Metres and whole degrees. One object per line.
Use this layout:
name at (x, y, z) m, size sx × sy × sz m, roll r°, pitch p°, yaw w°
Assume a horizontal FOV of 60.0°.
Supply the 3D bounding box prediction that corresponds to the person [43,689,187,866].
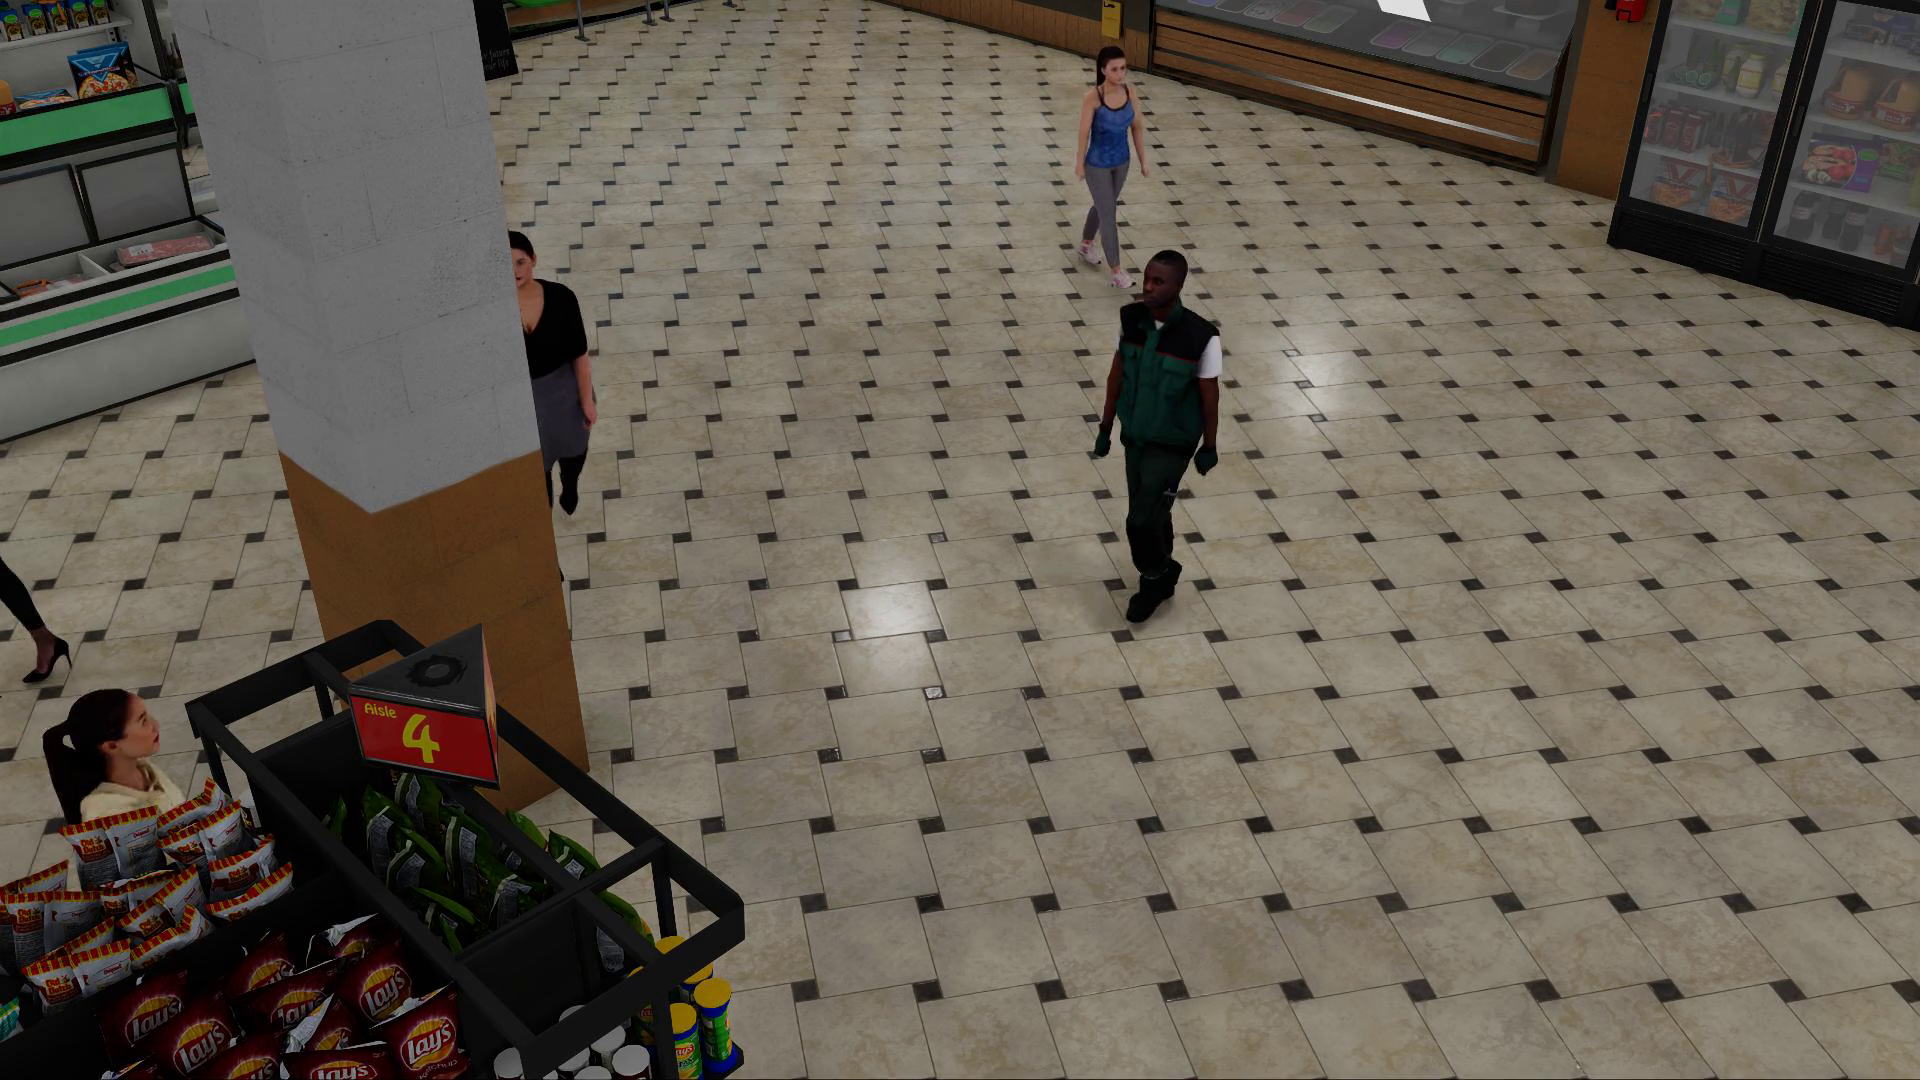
person at (-2.551, 1.182, 5.159) m, size 1.010 × 1.615 × 0.841 m, roll -13°, pitch 34°, yaw -20°

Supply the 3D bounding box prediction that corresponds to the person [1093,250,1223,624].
person at (0.964, -0.488, 7.647) m, size 0.691 × 1.824 × 0.676 m, roll -27°, pitch 41°, yaw -36°

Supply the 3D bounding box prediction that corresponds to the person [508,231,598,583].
person at (-2.010, -0.690, 8.067) m, size 1.147 × 1.722 × 1.051 m, roll -9°, pitch 33°, yaw -15°

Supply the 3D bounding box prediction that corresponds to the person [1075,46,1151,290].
person at (0.954, -2.527, 11.162) m, size 1.026 × 1.572 × 0.786 m, roll -18°, pitch 36°, yaw -27°
